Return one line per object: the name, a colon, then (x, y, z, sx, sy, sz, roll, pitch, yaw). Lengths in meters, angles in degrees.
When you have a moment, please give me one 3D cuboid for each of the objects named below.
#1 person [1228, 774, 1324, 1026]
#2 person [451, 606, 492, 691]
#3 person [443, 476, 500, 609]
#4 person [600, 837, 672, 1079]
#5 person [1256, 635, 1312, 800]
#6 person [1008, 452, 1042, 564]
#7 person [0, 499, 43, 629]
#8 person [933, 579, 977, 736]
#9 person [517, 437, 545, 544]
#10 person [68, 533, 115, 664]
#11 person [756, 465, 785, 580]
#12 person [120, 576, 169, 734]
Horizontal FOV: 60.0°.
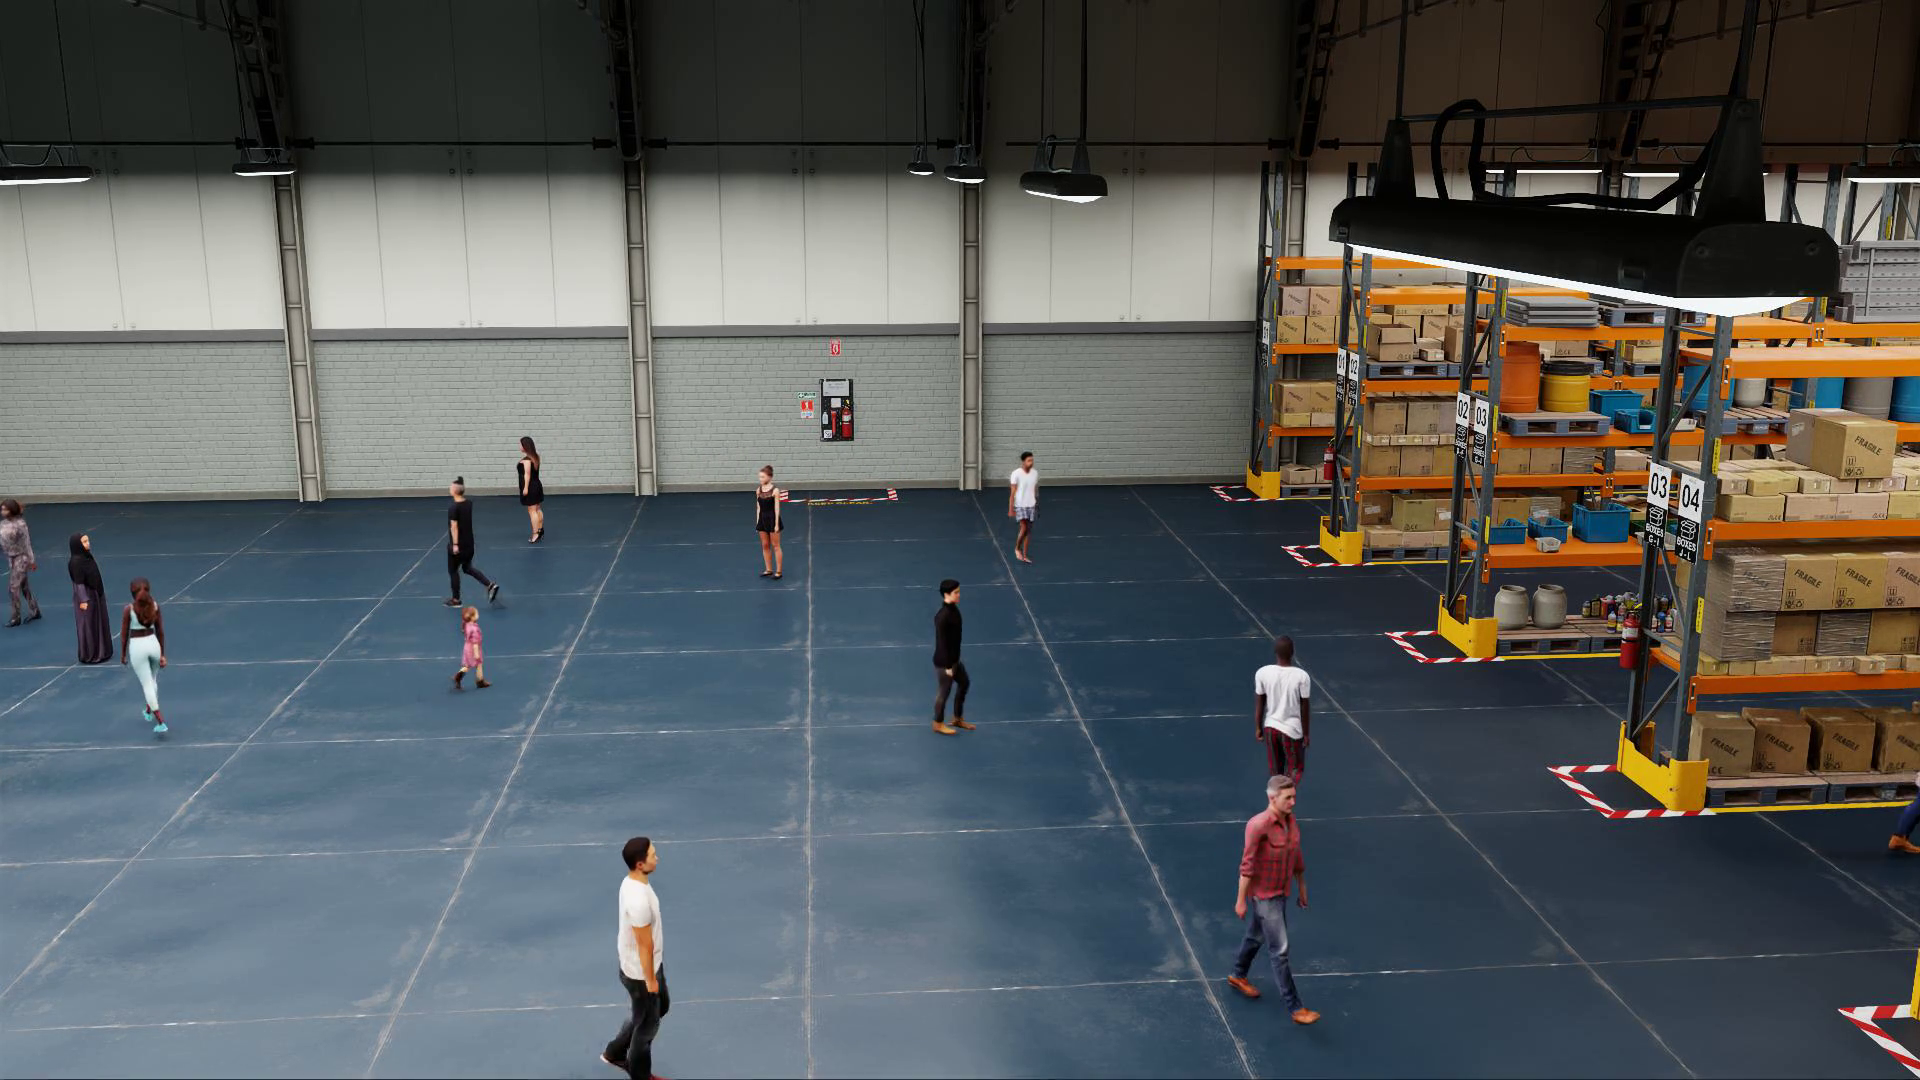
person: (2.173, 2.552, 12.082, 1.224, 1.784, 1.227, -12, 18, -42)
person: (-5.708, 1.268, 19.338, 0.744, 1.011, 0.640, -11, 17, -39)
person: (-6.752, 0.043, 22.781, 1.131, 1.846, 0.879, 3, 13, 11)
person: (-2.185, 2.816, 10.930, 0.734, 1.790, 0.682, -3, 13, -12)
person: (2.958, 1.789, 15.282, 0.895, 1.826, 0.934, 6, 14, 25)
person: (0.949, -0.516, 25.471, 0.724, 1.721, 0.832, -9, 16, -33)
person: (-12.431, 0.282, 22.093, 0.915, 1.691, 0.903, 6, 15, 26)
person: (-0.185, 1.252, 17.862, 0.824, 1.710, 0.793, 5, 14, 20)
person: (-6.889, -0.816, 26.774, 0.669, 1.716, 0.705, 1, 13, 6)
person: (-10.737, 0.696, 20.473, 0.597, 1.614, 0.604, 0, 13, -1)
person: (-2.799, -0.269, 24.491, 0.673, 1.681, 0.752, 8, 15, 31)
person: (-8.721, 1.271, 17.837, 1.096, 1.682, 1.082, 12, 18, 43)
